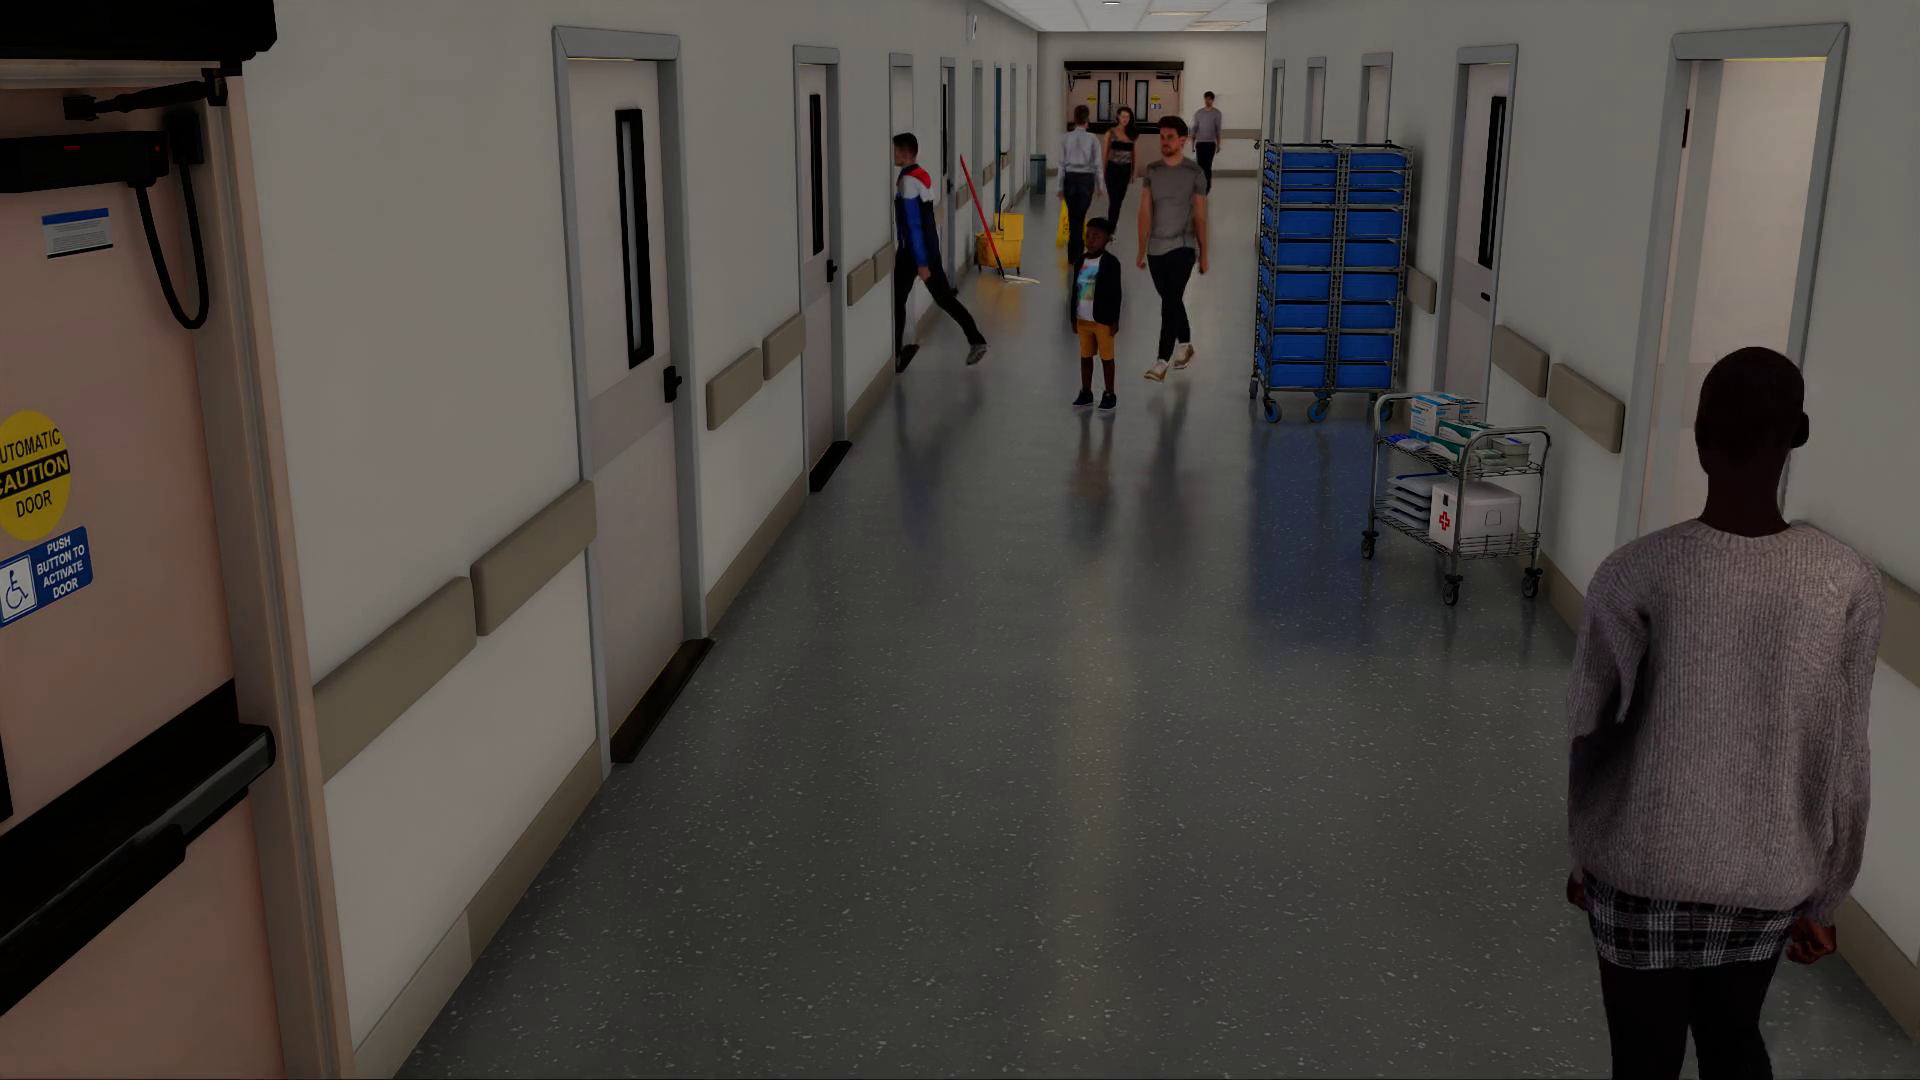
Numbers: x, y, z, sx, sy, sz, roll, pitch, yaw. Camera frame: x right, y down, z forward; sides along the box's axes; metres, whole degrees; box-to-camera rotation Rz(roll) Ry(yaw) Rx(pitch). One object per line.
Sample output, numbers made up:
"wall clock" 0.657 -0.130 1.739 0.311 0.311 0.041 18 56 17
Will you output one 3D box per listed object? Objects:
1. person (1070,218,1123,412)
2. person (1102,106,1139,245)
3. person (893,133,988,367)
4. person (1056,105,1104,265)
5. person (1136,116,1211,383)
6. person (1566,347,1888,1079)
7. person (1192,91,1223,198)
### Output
"person" 0.911 -1.502 11.023 0.601 1.268 0.642 10 19 32
"person" 2.011 -4.685 21.446 0.779 1.740 0.933 -3 16 -10
"person" -0.226 -2.086 12.280 0.929 1.711 1.194 6 17 22
"person" 1.352 -4.061 19.162 0.850 1.777 1.198 5 17 18
"person" 1.551 -2.065 11.970 1.036 1.838 1.307 9 18 28
"person" 1.223 0.585 2.710 0.609 1.762 0.714 3 16 9
"person" 4.418 -7.032 29.634 0.945 1.814 1.229 8 17 25
